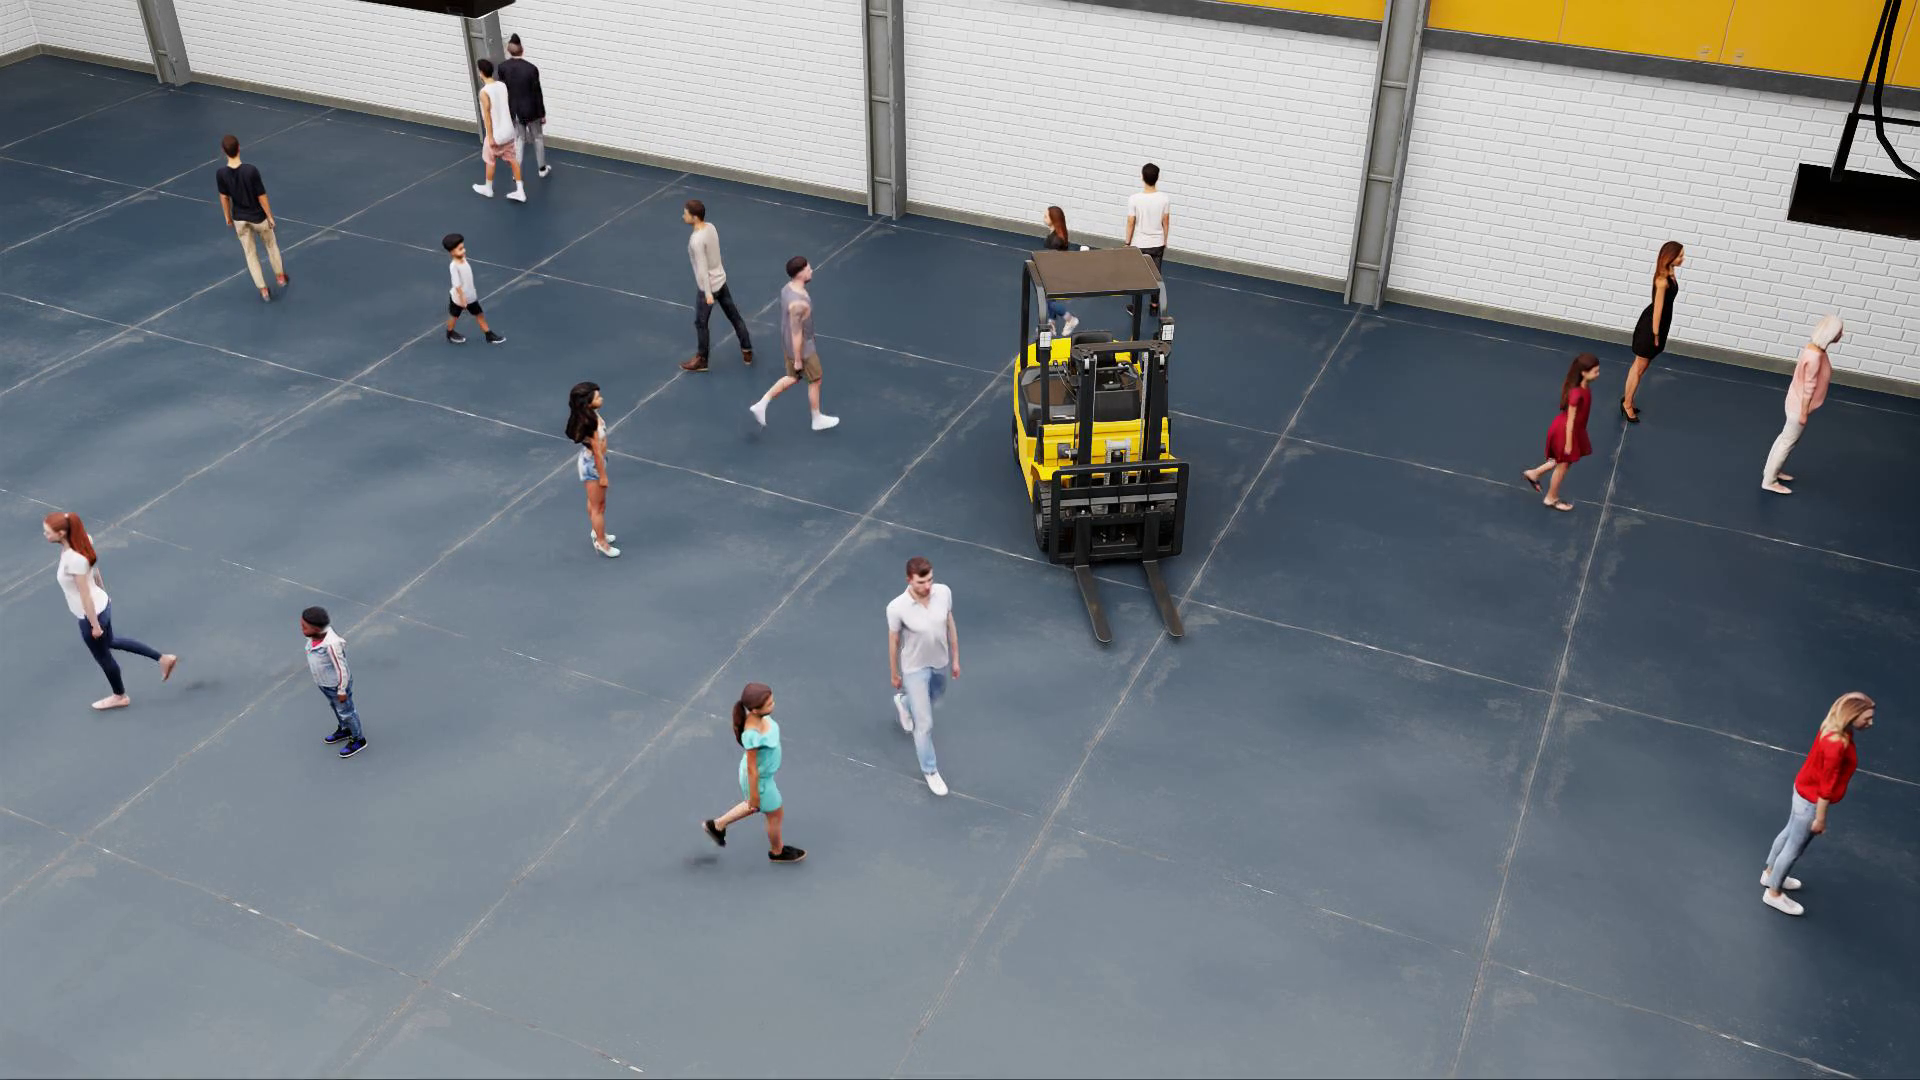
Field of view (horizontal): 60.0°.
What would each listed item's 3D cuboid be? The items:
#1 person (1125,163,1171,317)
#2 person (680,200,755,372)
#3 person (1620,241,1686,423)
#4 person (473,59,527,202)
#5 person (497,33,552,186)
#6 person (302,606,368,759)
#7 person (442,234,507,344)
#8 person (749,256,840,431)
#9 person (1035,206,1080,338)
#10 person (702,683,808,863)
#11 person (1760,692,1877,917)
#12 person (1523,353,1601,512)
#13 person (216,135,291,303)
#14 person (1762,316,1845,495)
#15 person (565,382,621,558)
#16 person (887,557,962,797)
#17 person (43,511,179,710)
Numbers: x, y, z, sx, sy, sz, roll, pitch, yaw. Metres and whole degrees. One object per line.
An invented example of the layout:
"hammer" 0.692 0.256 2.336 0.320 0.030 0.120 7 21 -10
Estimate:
"person" 2.017 -3.225 17.920 0.655 1.717 0.766 -4 34 -6
"person" -2.446 -2.563 16.822 0.971 1.830 0.853 11 35 16
"person" 6.644 -2.006 15.980 0.522 1.834 0.587 16 37 22
"person" -5.638 -5.024 20.594 0.974 1.752 0.694 16 37 22
"person" -5.544 -5.411 21.017 1.153 1.928 1.021 3 34 4
"person" -4.518 0.989 11.993 0.608 1.259 0.511 -28 43 -35
"person" -5.273 -2.606 17.431 0.927 1.226 0.613 7 34 11
"person" -1.597 -1.814 15.606 1.162 1.827 1.085 -11 35 -15
"person" 1.061 -2.804 17.508 0.793 1.471 0.714 0 34 0
"person" -1.381 1.550 10.893 1.009 1.543 0.813 -2 34 -2
"person" 5.441 1.642 10.607 0.508 1.707 0.617 13 36 19
"person" 5.297 -0.974 14.693 0.747 1.540 0.546 15 36 21
"person" -7.771 -3.480 18.192 0.946 1.841 0.992 -7 34 -10
"person" 7.543 -1.235 14.919 0.499 1.724 0.583 15 36 21
"person" -3.092 -0.606 14.061 0.717 1.626 0.664 -9 35 -13
"person" -0.291 0.842 11.701 1.042 1.828 1.231 -20 38 -27
"person" -6.291 0.511 12.290 0.962 1.727 0.894 -11 35 -15
